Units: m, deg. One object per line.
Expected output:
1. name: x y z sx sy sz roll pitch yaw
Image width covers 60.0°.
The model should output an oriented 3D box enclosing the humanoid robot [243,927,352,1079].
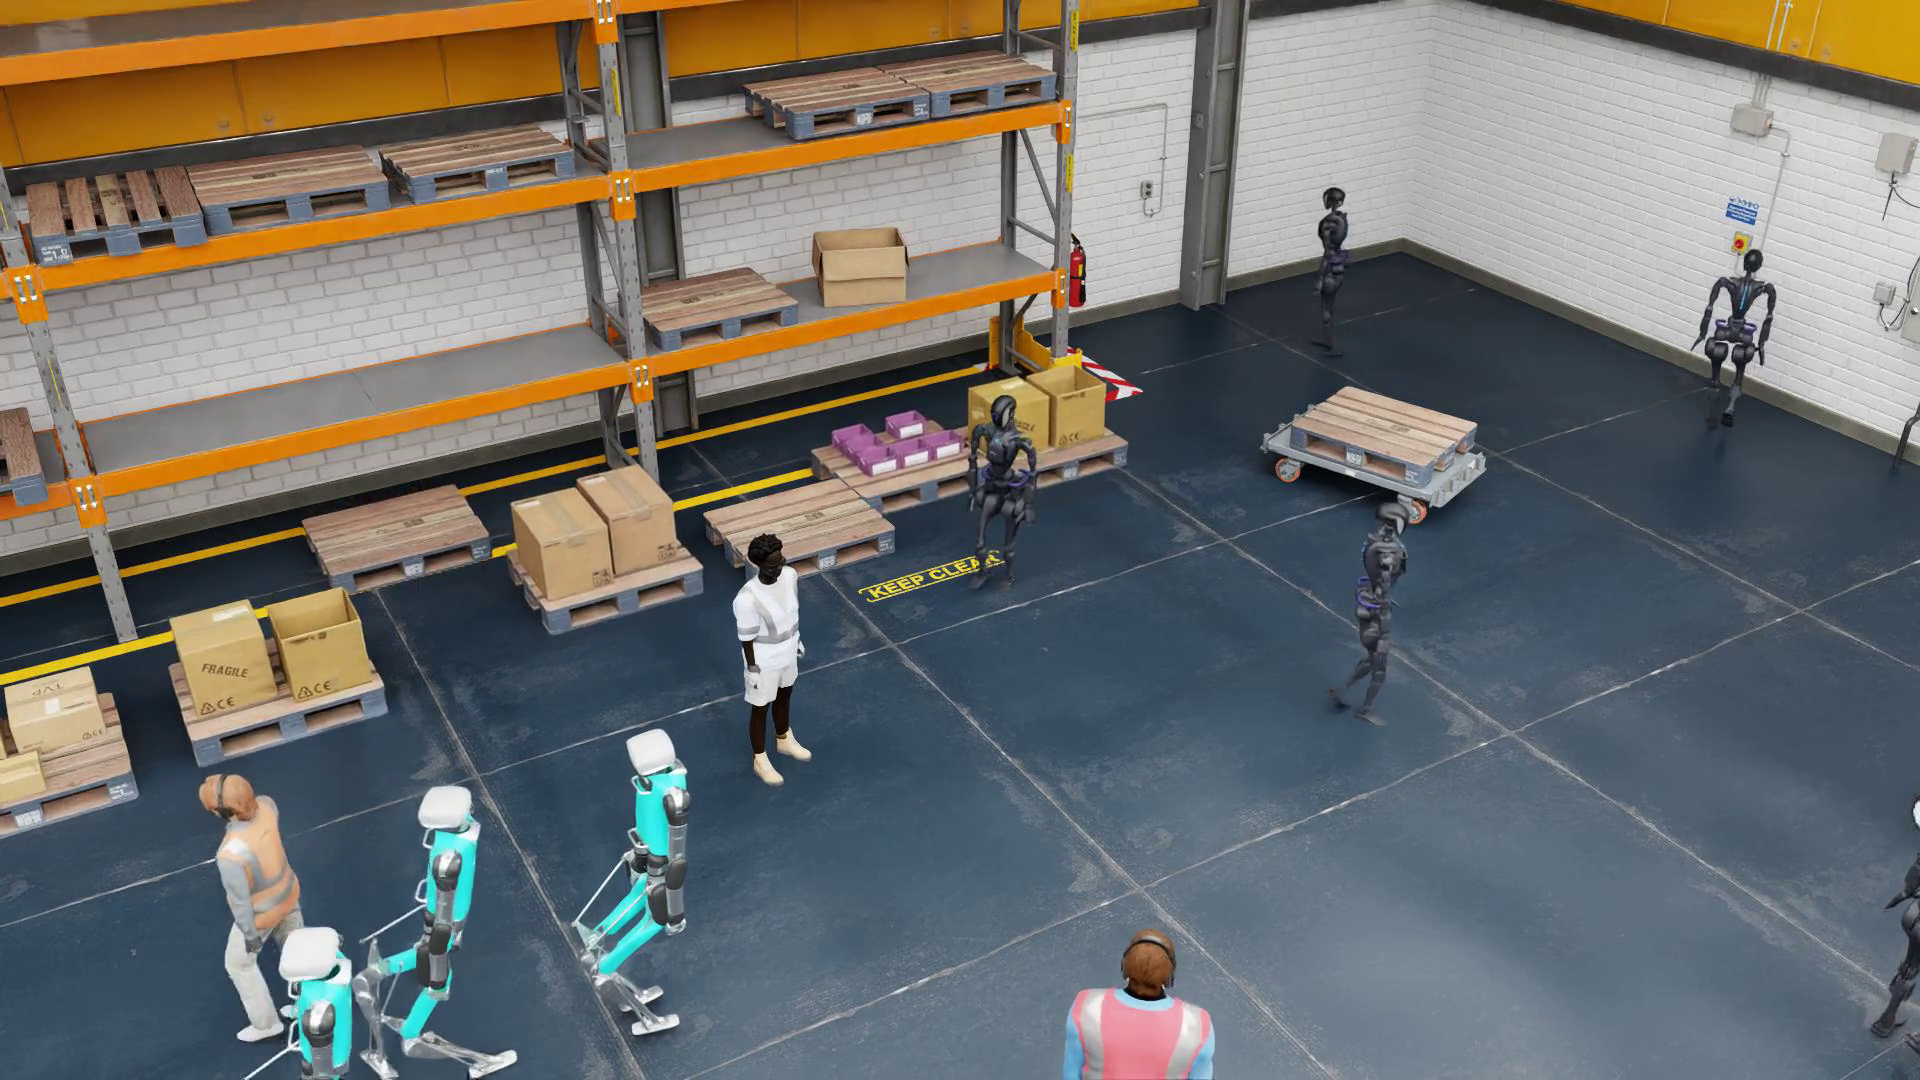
1. humanoid robot: -2.996 2.398 7.259 0.947 1.757 0.567 -1 29 -2

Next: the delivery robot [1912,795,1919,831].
1. delivery robot: 6.080 1.634 9.775 0.499 0.579 0.753 -5 30 -9

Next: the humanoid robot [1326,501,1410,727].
1. humanoid robot: 2.680 0.471 10.751 0.392 1.665 0.591 4 30 8

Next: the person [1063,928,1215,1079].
1. person: 0.754 2.414 7.118 0.633 1.832 0.430 6 30 10

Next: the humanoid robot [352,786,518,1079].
1. humanoid robot: -2.732 1.981 8.028 0.991 1.746 0.557 -3 30 -6

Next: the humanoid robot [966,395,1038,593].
1. humanoid robot: 0.320 -0.336 12.143 0.595 1.646 0.384 16 33 25

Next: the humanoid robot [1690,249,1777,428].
1. humanoid robot: 6.781 -1.736 14.620 0.612 1.650 0.453 11 31 19

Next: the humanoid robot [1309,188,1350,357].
1. humanoid robot: 3.647 -2.591 16.164 0.416 1.680 0.610 13 32 22

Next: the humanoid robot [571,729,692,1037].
1. humanoid robot: -1.670 1.758 8.271 0.743 1.697 0.531 -16 33 -26

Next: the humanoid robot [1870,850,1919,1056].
1. humanoid robot: 4.882 1.889 8.205 0.461 1.639 0.614 -22 36 -33

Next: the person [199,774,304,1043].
1. person: -3.567 1.829 8.355 0.492 1.624 0.531 5 30 9

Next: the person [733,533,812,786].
1. person: -1.153 0.713 10.260 0.318 1.696 0.534 17 34 28
